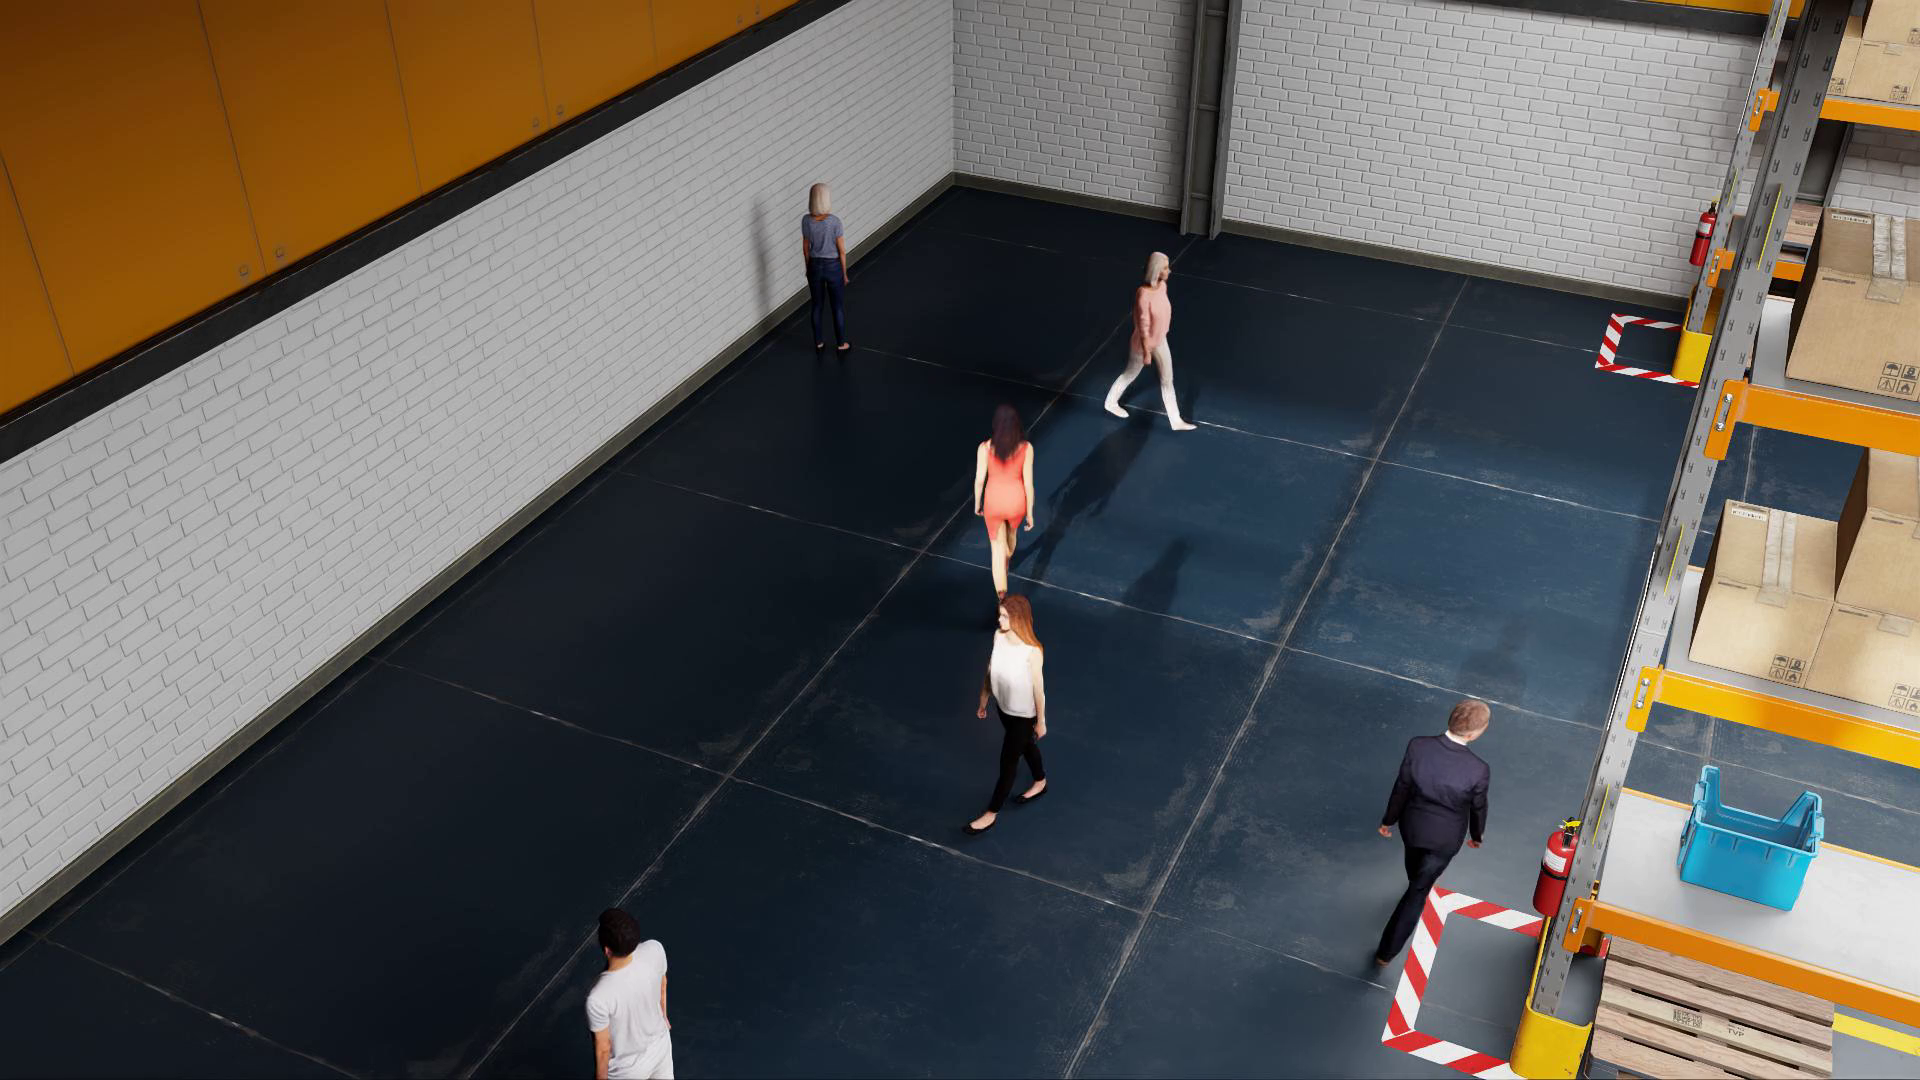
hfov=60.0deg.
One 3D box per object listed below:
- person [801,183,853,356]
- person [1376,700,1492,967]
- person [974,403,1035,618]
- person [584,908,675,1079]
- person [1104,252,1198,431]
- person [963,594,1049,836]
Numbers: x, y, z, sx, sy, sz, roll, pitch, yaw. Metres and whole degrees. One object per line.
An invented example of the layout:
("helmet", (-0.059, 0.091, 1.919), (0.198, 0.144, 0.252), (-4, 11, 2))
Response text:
("person", (-1.300, -2.601, 16.022), (0.502, 1.719, 0.675), (9, 35, 13))
("person", (2.670, 1.693, 9.528), (1.174, 1.757, 0.898), (20, 38, 27))
("person", (0.343, -0.176, 12.424), (1.167, 1.664, 1.056), (-4, 34, -5))
("person", (-1.601, 2.509, 8.211), (0.612, 1.855, 0.705), (20, 38, 27))
("person", (1.602, -1.760, 14.801), (1.192, 1.670, 0.735), (21, 39, 28))
("person", (0.437, 1.041, 10.569), (0.957, 1.691, 1.011), (-21, 39, -29))
